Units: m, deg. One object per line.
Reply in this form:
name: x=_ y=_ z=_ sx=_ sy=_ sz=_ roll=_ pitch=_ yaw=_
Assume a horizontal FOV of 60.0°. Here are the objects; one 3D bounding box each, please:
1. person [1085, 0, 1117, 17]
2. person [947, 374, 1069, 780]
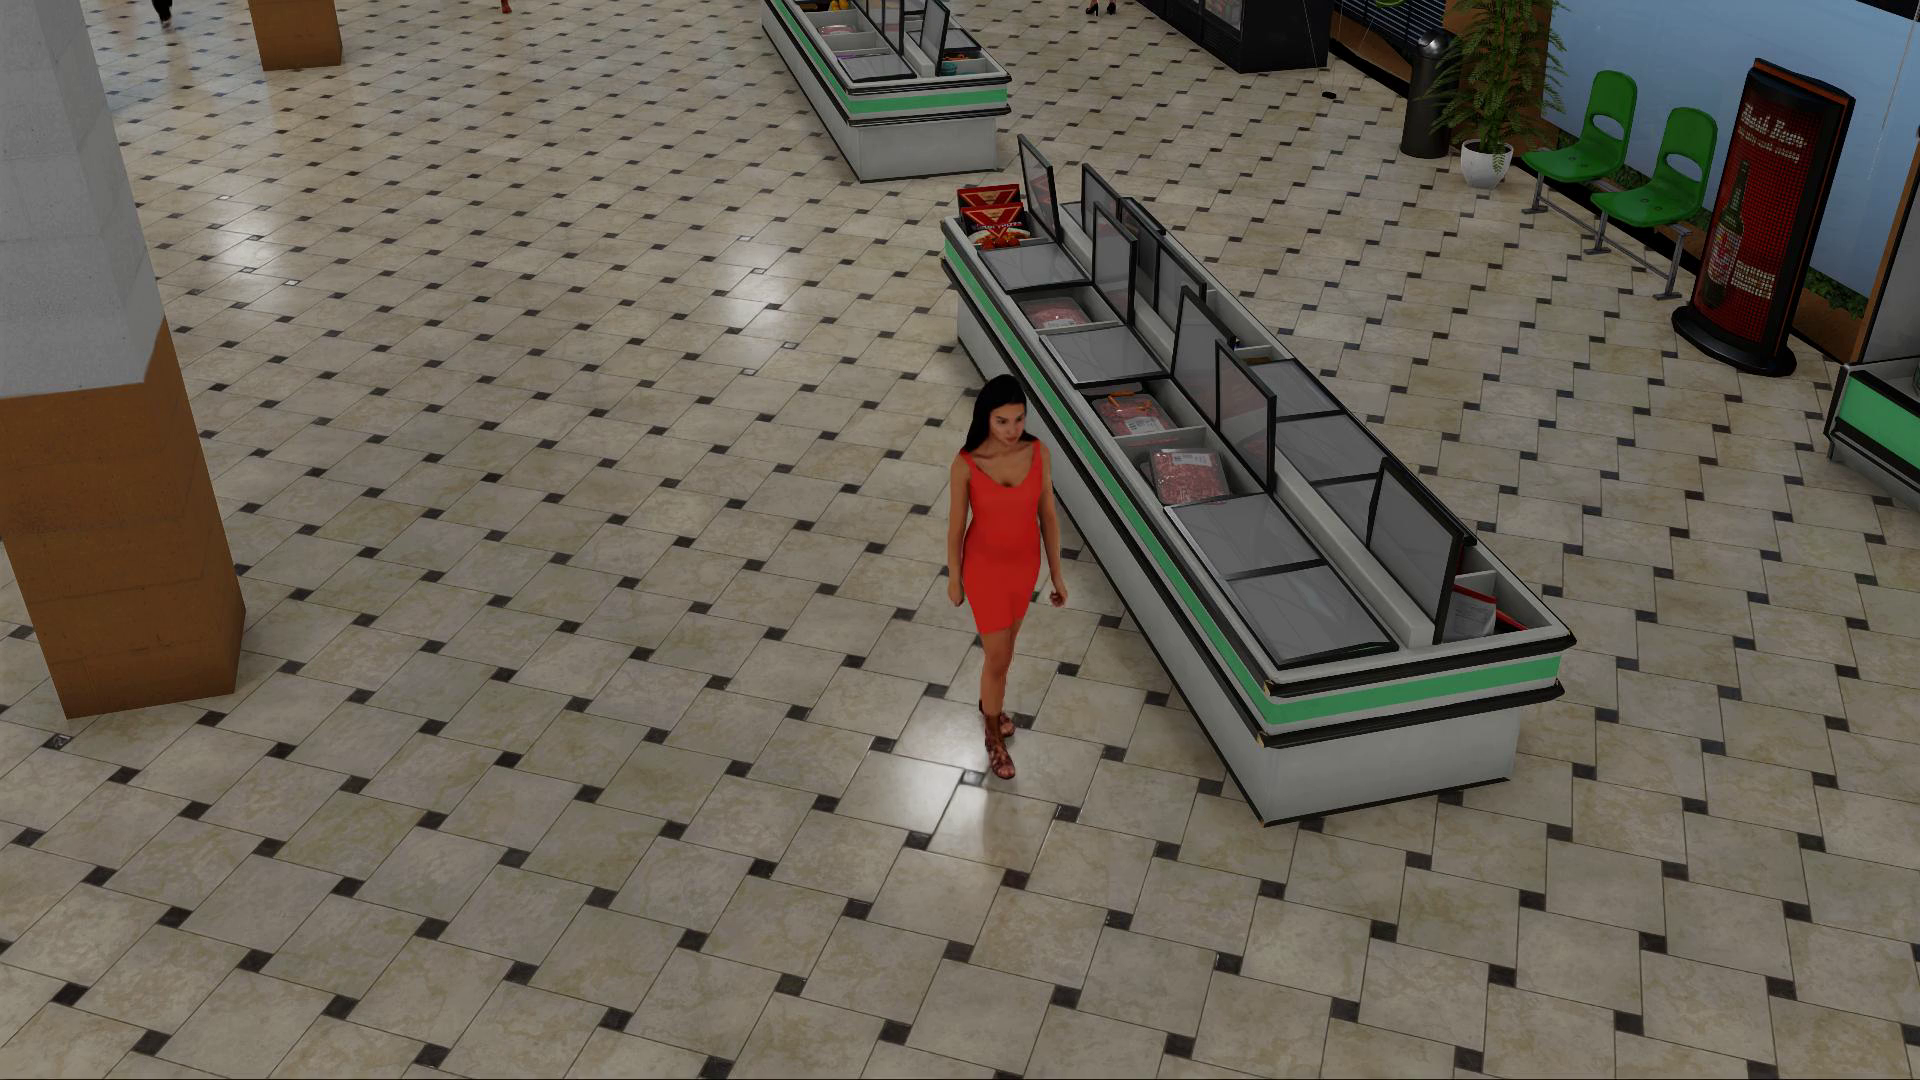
person: x=1.472 y=-6.229 z=17.000 sx=0.705 sy=1.671 sz=0.640 roll=-5 pitch=32 yaw=-9
person: x=0.135 y=0.079 z=6.831 sx=0.675 sy=1.704 sz=0.823 roll=-16 pitch=35 yaw=-23
